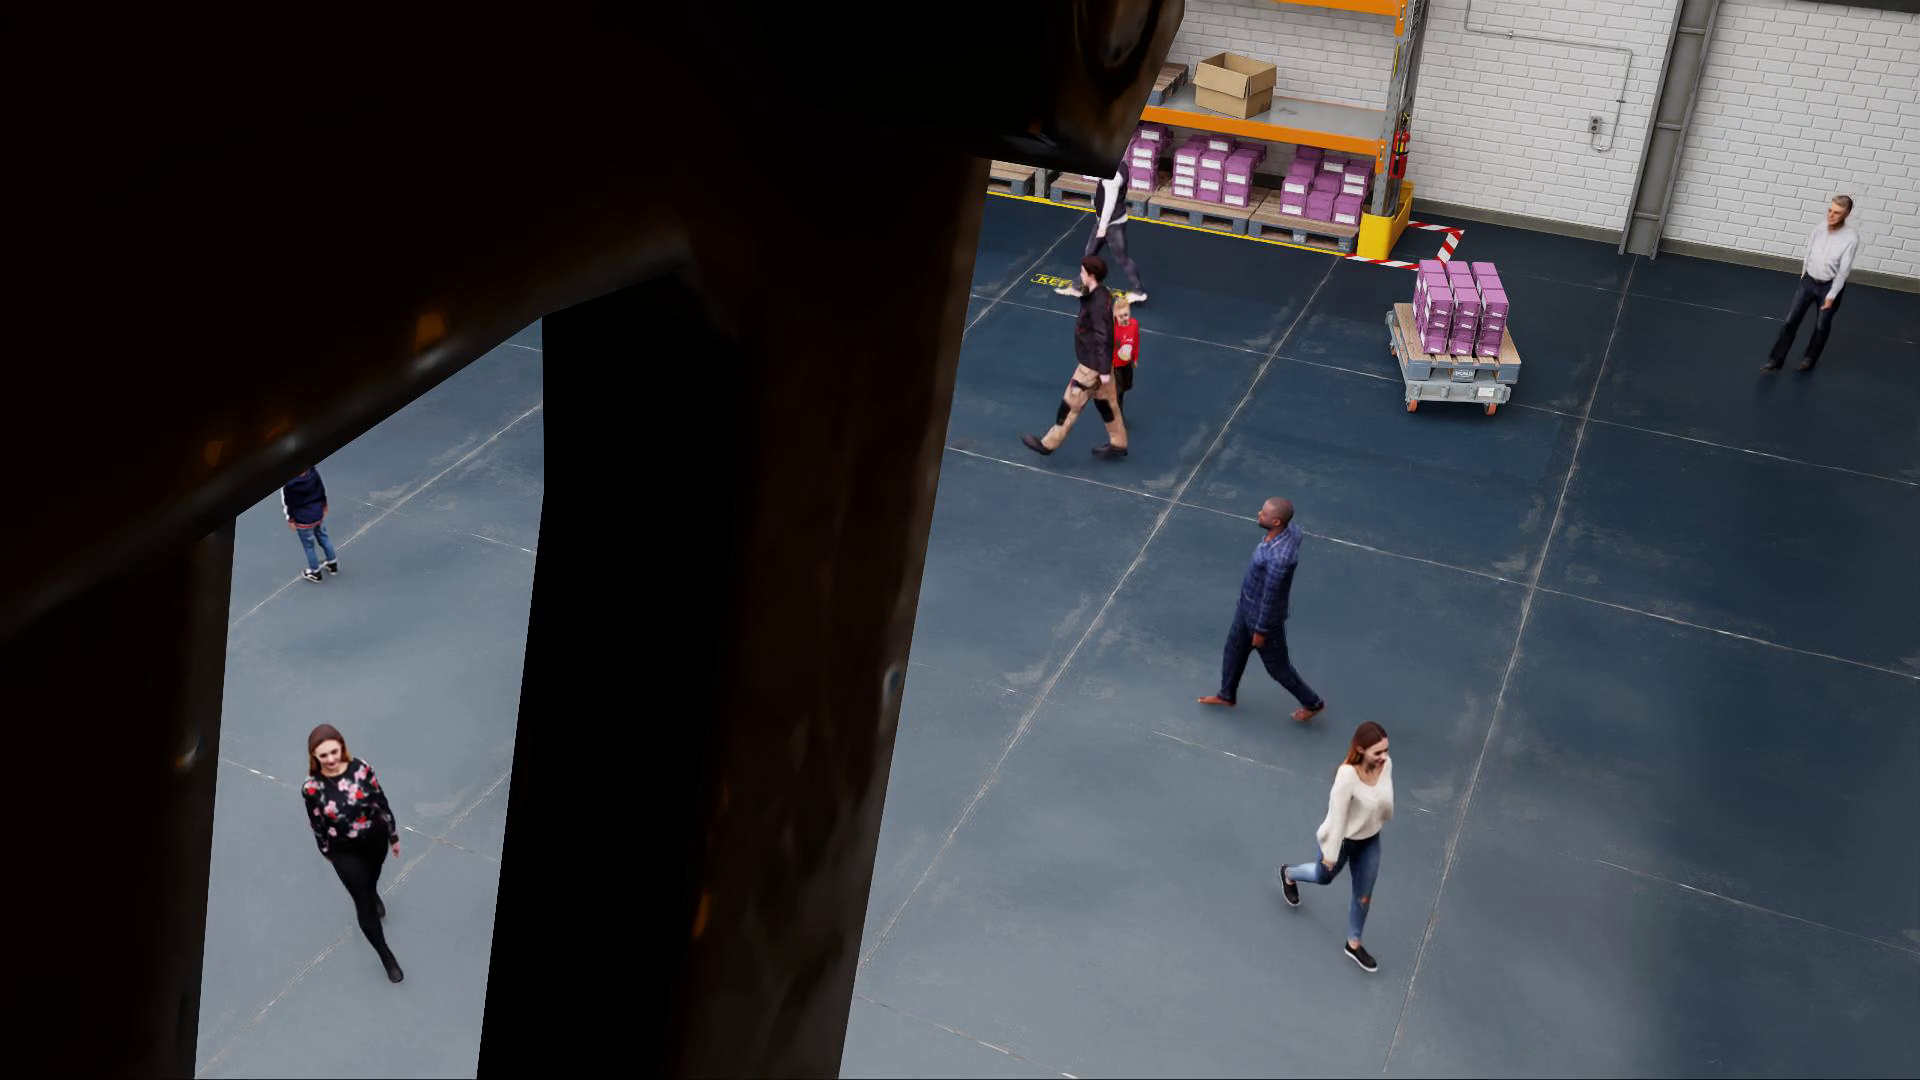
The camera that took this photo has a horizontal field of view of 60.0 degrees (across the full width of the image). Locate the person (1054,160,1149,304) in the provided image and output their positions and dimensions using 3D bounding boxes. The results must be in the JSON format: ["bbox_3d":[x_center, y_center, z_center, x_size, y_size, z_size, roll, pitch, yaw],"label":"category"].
[{"bbox_3d":[1.626,-3.199,16.979,1.305,1.770,0.973,4,34,5],"label":"person"}]

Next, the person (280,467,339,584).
[{"bbox_3d":[-5.102,-0.224,12.999,0.537,1.222,0.554,23,40,30],"label":"person"}]

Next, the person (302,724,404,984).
[{"bbox_3d":[-3.535,1.707,9.717,0.902,1.639,1.150,-23,40,-30],"label":"person"}]

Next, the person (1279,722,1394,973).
[{"bbox_3d":[2.208,1.702,9.701,1.016,1.666,1.163,-18,38,-25],"label":"person"}]

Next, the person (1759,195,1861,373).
[{"bbox_3d":[8.251,-2.434,15.809,0.984,1.792,1.007,-23,40,-31],"label":"person"}]

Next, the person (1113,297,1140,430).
[{"bbox_3d":[1.418,-1.629,15.077,0.702,1.262,0.798,-20,38,-27],"label":"person"}]

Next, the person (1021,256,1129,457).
[{"bbox_3d":[1.252,-1.514,14.348,1.285,1.877,0.998,1,34,1],"label":"person"}]

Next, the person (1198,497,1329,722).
[{"bbox_3d":[2.176,0.516,11.377,1.188,1.786,0.834,7,34,10],"label":"person"}]
